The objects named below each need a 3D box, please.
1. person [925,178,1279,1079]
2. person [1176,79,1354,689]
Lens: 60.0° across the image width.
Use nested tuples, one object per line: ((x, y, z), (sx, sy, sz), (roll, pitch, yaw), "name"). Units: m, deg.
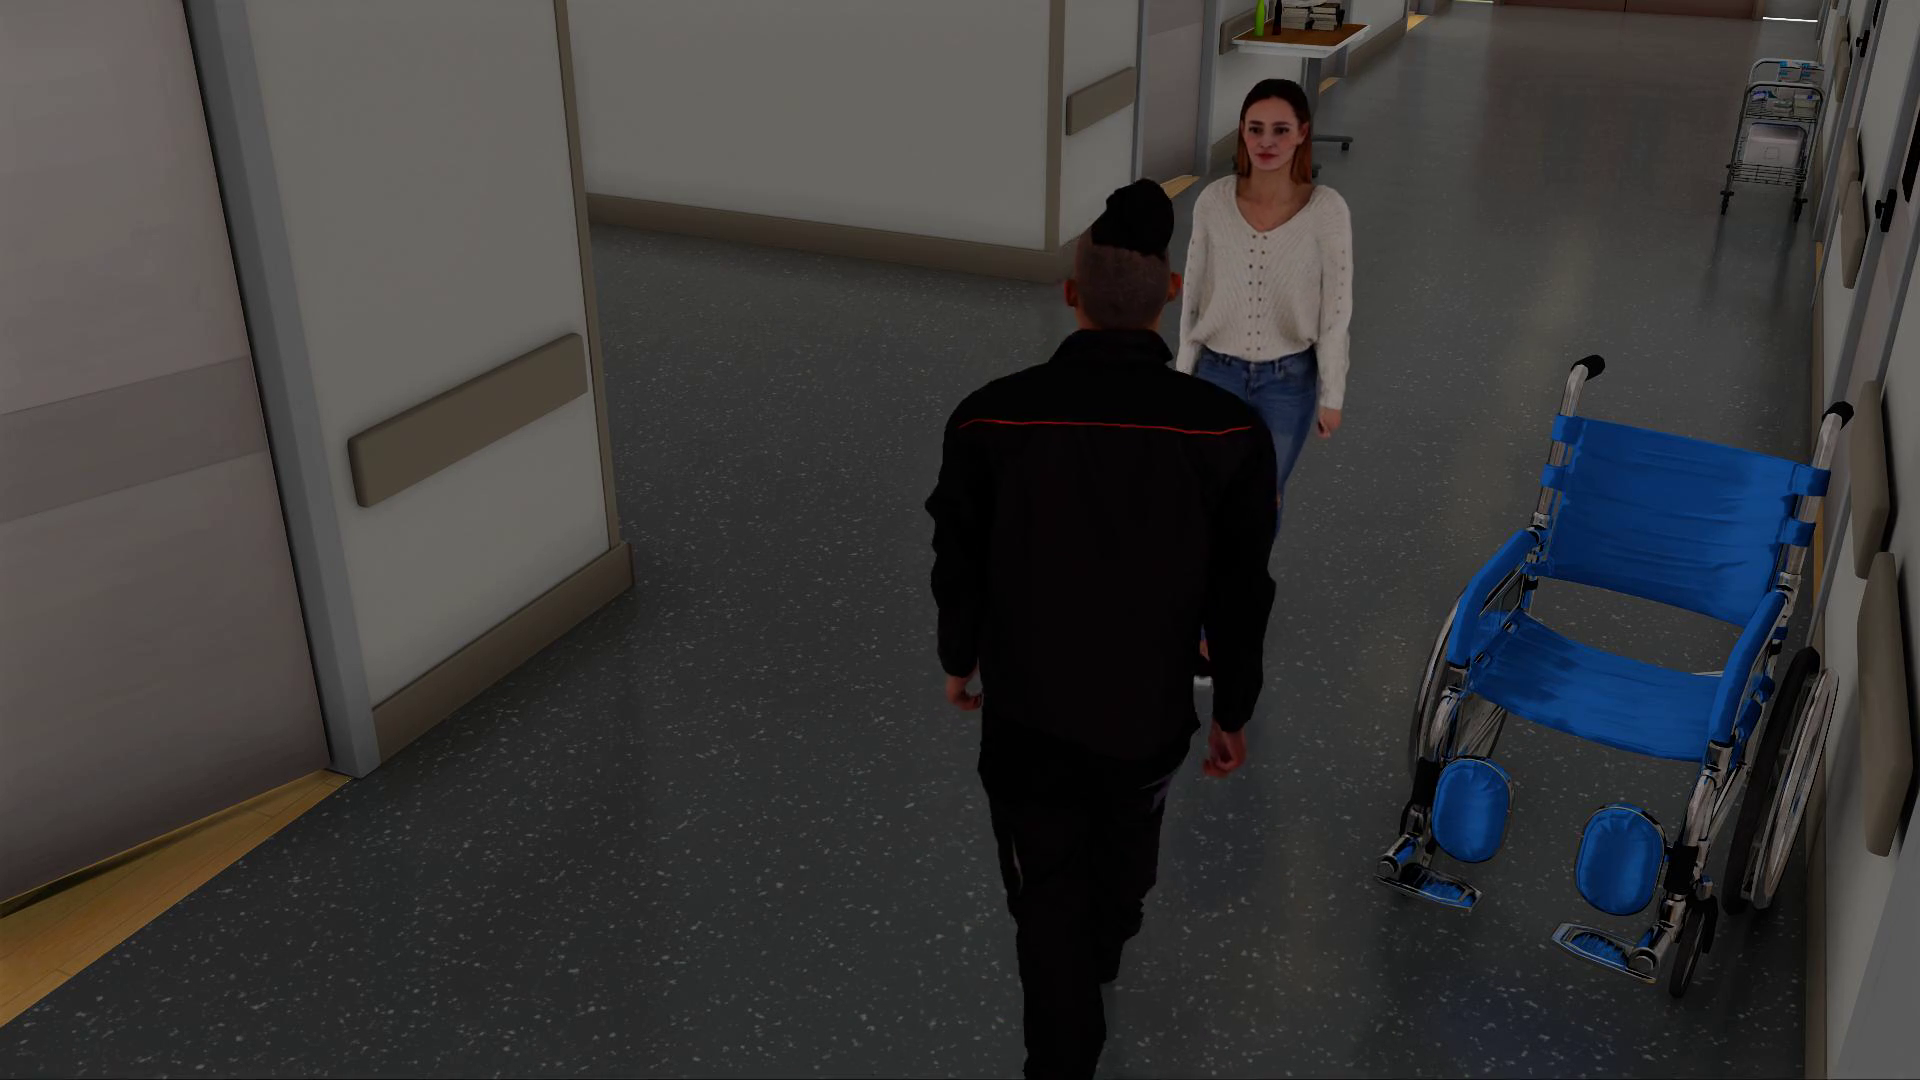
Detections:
((0.237, 0.307, 2.967), (1.105, 1.821, 1.292), (-1, 26, -2), "person")
((0.846, -0.449, 4.721), (0.756, 1.660, 1.060), (6, 26, 13), "person")
